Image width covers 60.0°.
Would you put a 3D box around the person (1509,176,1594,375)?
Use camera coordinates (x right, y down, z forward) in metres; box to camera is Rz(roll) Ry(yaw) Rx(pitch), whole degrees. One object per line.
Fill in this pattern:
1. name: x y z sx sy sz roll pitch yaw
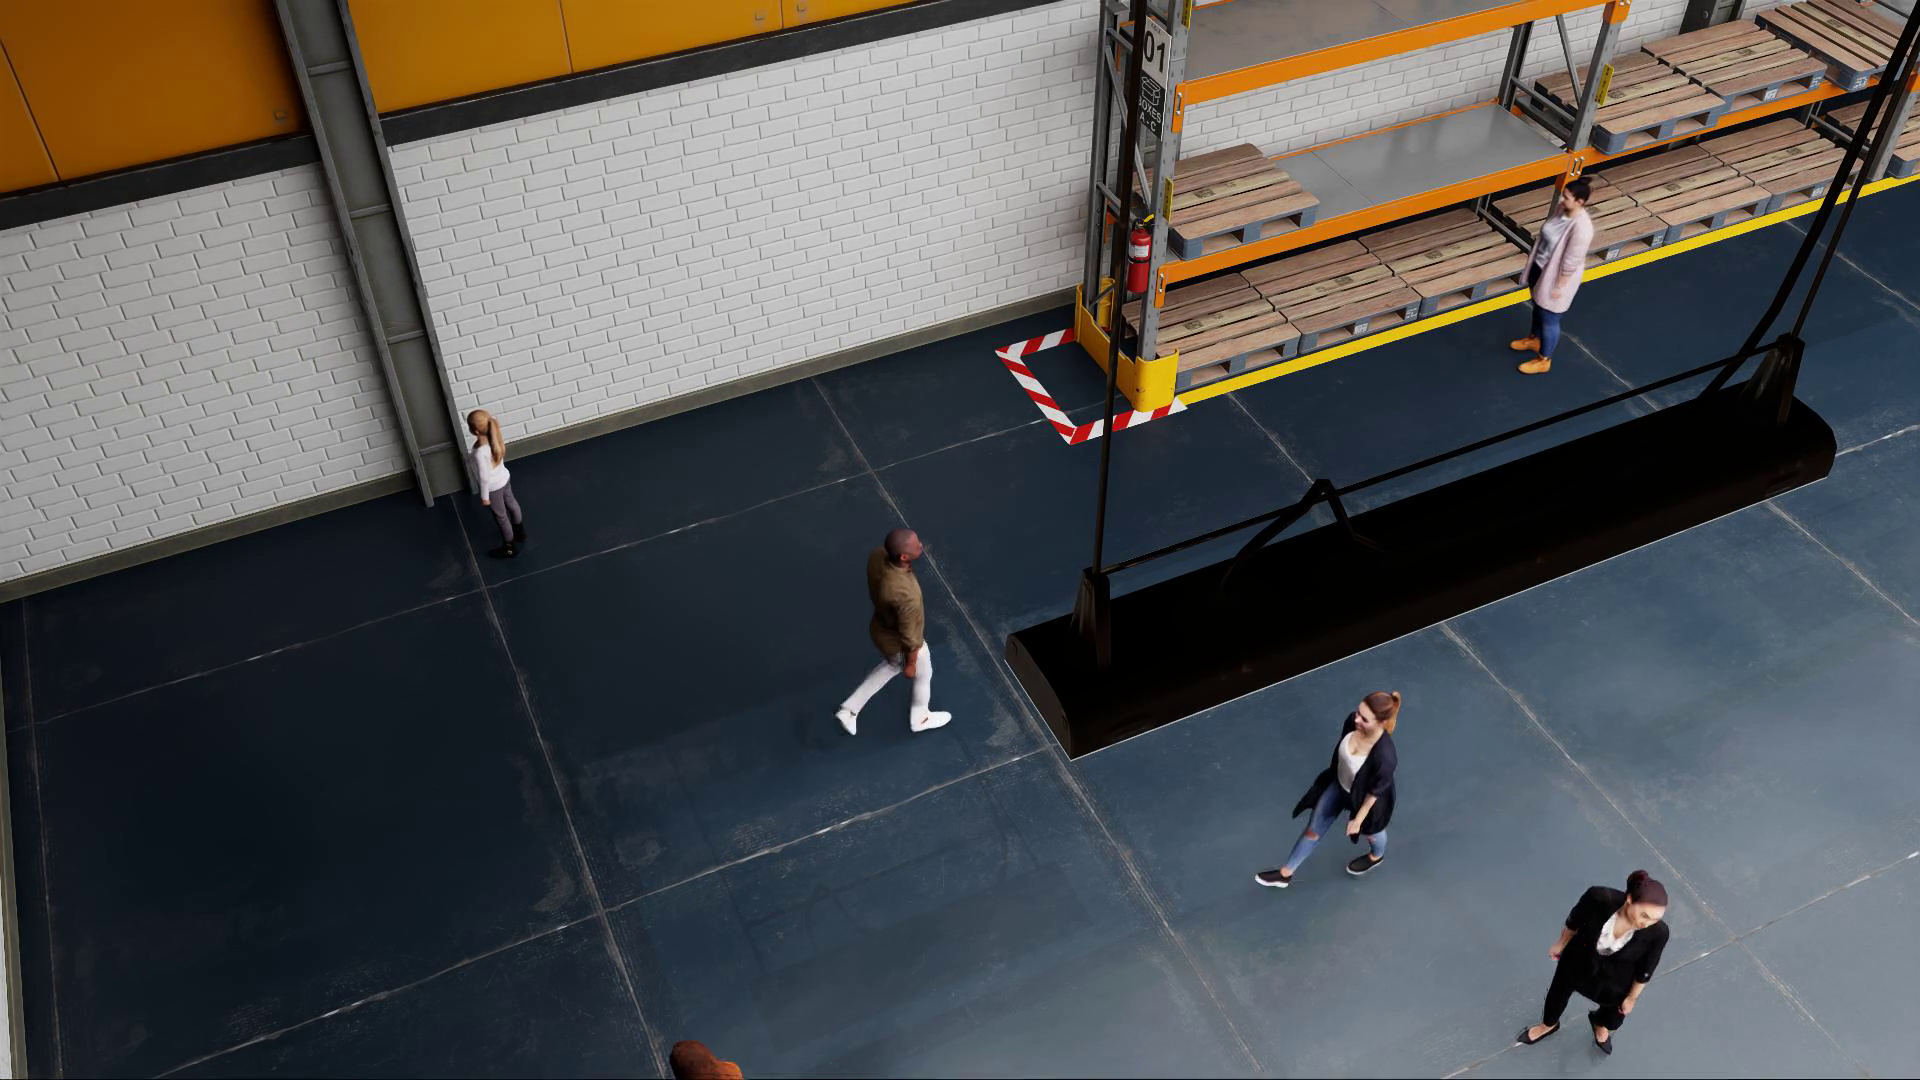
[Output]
1. person: 4.757 -2.130 13.213 0.784 1.741 0.794 0 44 0

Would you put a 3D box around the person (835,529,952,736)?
1. person: -0.444 0.618 10.292 0.977 1.793 0.720 -18 46 -18

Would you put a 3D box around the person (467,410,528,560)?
1. person: -3.276 -0.411 11.745 0.629 1.279 0.581 8 44 8

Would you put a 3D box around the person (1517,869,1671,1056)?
1. person: 3.351 2.227 8.710 0.765 1.645 0.748 -28 50 -26

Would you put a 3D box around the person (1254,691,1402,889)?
1. person: 2.365 1.445 9.535 1.088 1.640 0.660 -14 45 -15
